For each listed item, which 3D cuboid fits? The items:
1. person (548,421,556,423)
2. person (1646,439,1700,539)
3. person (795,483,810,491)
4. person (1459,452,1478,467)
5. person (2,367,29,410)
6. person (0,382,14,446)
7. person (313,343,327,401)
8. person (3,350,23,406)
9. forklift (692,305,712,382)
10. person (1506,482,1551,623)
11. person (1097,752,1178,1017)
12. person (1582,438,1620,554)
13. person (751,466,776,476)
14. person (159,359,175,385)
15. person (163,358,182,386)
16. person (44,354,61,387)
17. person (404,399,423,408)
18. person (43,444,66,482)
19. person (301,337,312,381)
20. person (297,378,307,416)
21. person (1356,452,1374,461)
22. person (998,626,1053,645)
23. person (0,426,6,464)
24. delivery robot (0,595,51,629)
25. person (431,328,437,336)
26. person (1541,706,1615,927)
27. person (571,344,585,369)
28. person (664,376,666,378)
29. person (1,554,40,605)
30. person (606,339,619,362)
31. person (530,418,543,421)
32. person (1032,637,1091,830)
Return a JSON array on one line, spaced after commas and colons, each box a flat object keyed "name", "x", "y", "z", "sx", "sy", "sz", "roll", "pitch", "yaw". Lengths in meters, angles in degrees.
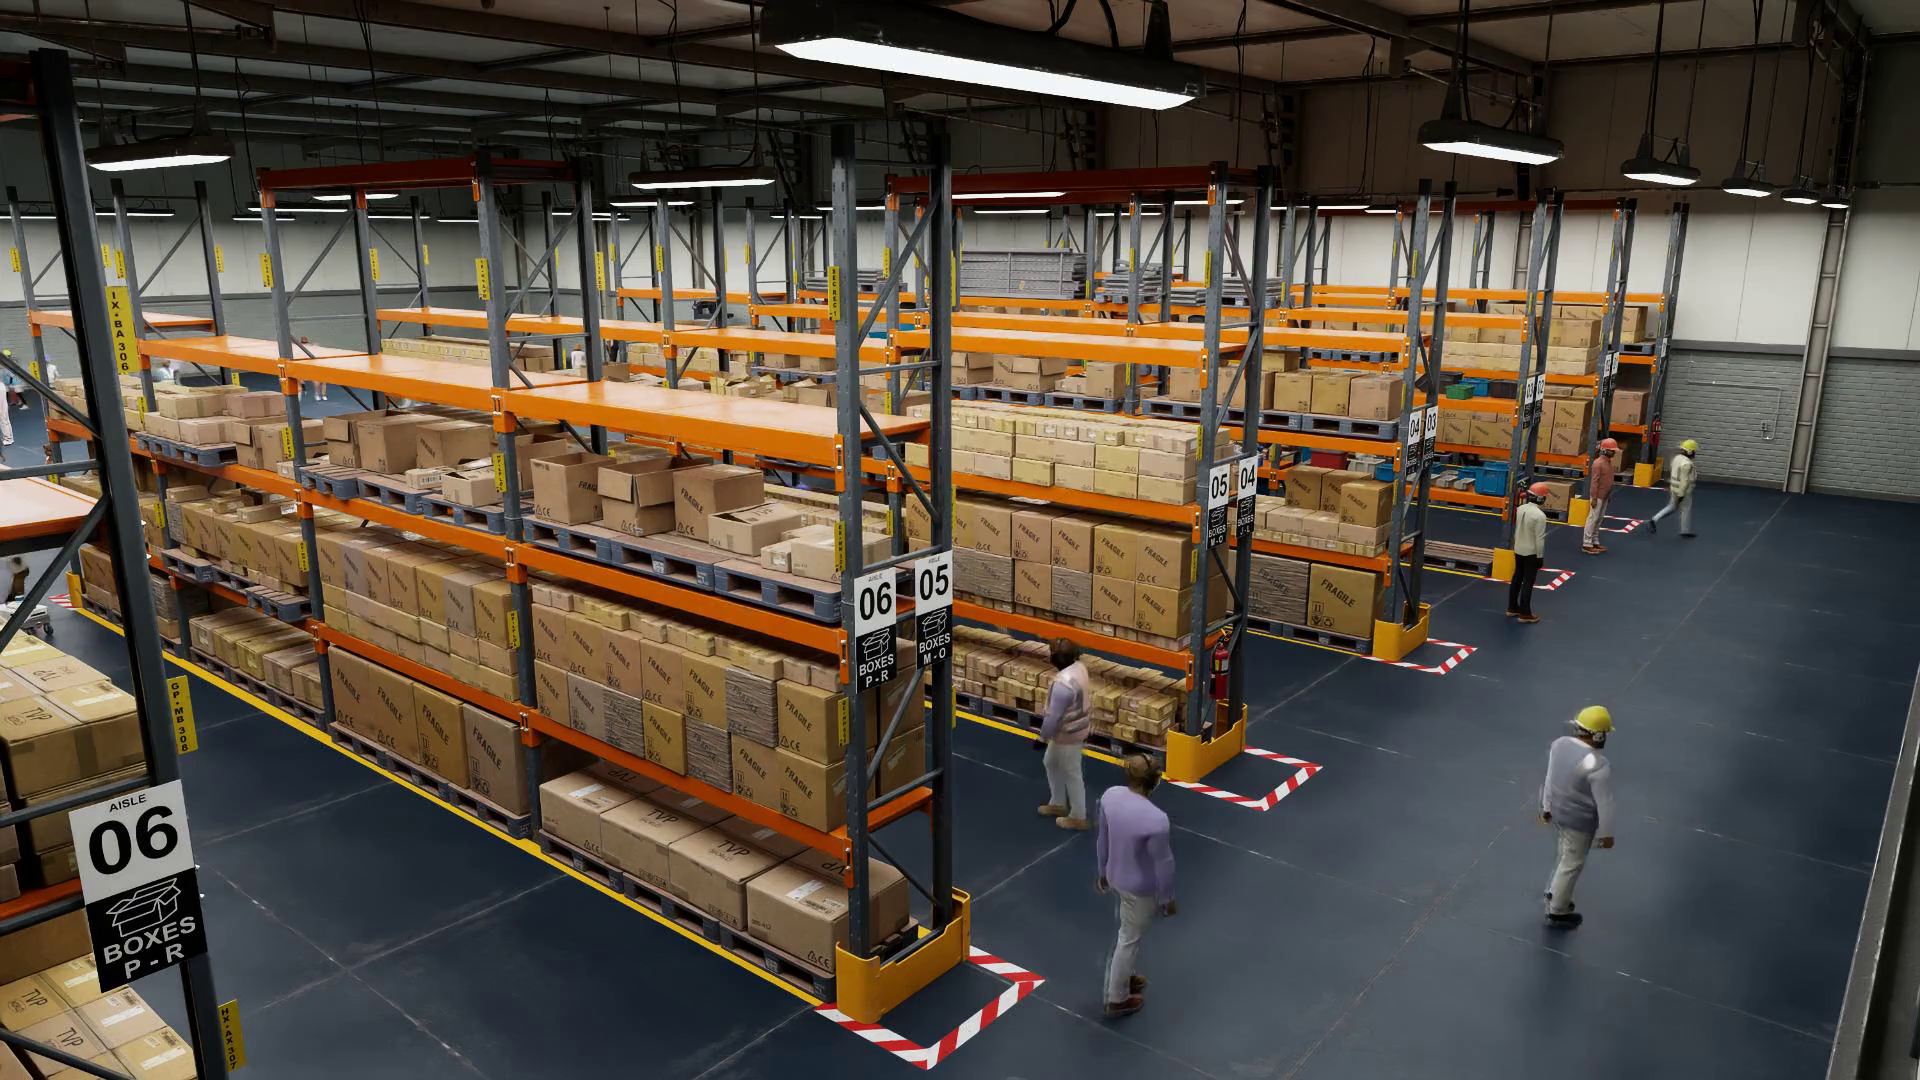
[{"name": "person", "x": -8.701, "y": -2.036, "z": 27.040, "sx": 0.463, "sy": 1.901, "sz": 0.613, "roll": -2, "pitch": 14, "yaw": -9}, {"name": "person", "x": 12.926, "y": -0.928, "z": 22.687, "sx": 0.788, "sy": 1.810, "sz": 0.589, "roll": 2, "pitch": 14, "yaw": 8}, {"name": "person", "x": -2.216, "y": 0.116, "z": 18.195, "sx": 1.004, "sy": 1.890, "sz": 0.608, "roll": 10, "pitch": 17, "yaw": 37}, {"name": "person", "x": 11.511, "y": -2.359, "z": 28.280, "sx": 0.627, "sy": 1.944, "sz": 0.444, "roll": -5, "pitch": 15, "yaw": -21}, {"name": "person", "x": -29.482, "y": -4.817, "z": 38.980, "sx": 0.550, "sy": 1.641, "sz": 0.922, "roll": 8, "pitch": 16, "yaw": 30}, {"name": "person", "x": -24.961, "y": -3.412, "z": 32.697, "sx": 0.401, "sy": 1.904, "sz": 0.651, "roll": -6, "pitch": 15, "yaw": -24}, {"name": "person", "x": -21.023, "y": -5.520, "z": 41.408, "sx": 0.657, "sy": 1.889, "sz": 0.634, "roll": -13, "pitch": 19, "yaw": -42}, {"name": "person", "x": -30.391, "y": -5.198, "z": 40.332, "sx": 0.524, "sy": 1.769, "sz": 0.326, "roll": 3, "pitch": 14, "yaw": 11}, {"name": "forklift", "x": -9.511, "y": -7.392, "z": 47.124, "sx": 1.873, "sy": 2.768, "sz": 1.129, "roll": 11, "pitch": 17, "yaw": 38}, {"name": "person", "x": 8.083, "y": 0.159, "z": 17.846, "sx": 0.408, "sy": 1.986, "sz": 0.620, "roll": -2, "pitch": 14, "yaw": -8}, {"name": "person", "x": 1.262, "y": 2.390, "z": 8.798, "sx": 0.599, "sy": 1.919, "sz": 0.626, "roll": -6, "pitch": 15, "yaw": -25}, {"name": "person", "x": 11.017, "y": -0.764, "z": 21.613, "sx": 0.623, "sy": 1.992, "sz": 0.397, "roll": -12, "pitch": 18, "yaw": -40}, {"name": "person", "x": -4.449, "y": -2.345, "z": 28.291, "sx": 0.785, "sy": 1.906, "sz": 0.562, "roll": 6, "pitch": 15, "yaw": 23}, {"name": "person", "x": -24.517, "y": -4.780, "z": 38.931, "sx": 0.751, "sy": 1.614, "sz": 0.519, "roll": 5, "pitch": 14, "yaw": 18}, {"name": "person", "x": -26.513, "y": -5.741, "z": 42.357, "sx": 0.900, "sy": 1.867, "sz": 0.660, "roll": 9, "pitch": 16, "yaw": 32}, {"name": "person", "x": -26.997, "y": -4.568, "z": 37.420, "sx": 0.900, "sy": 1.906, "sz": 0.617, "roll": 5, "pitch": 15, "yaw": 20}, {"name": "person", "x": -15.924, "y": -4.325, "z": 36.575, "sx": 0.958, "sy": 1.849, "sz": 0.573, "roll": 8, "pitch": 16, "yaw": 31}, {"name": "person", "x": -16.631, "y": -0.972, "z": 23.210, "sx": 0.514, "sy": 1.641, "sz": 0.309, "roll": 7, "pitch": 15, "yaw": 27}, {"name": "person", "x": -24.496, "y": -6.806, "z": 47.214, "sx": 0.507, "sy": 1.636, "sz": 0.275, "roll": -6, "pitch": 15, "yaw": -24}, {"name": "person", "x": -19.661, "y": -4.394, "z": 37.265, "sx": 0.540, "sy": 1.642, "sz": 0.893, "roll": -2, "pitch": 14, "yaw": -7}, {"name": "person", "x": 8.140, "y": -1.629, "z": 25.291, "sx": 0.356, "sy": 1.938, "sz": 0.638, "roll": -1, "pitch": 14, "yaw": -6}, {"name": "person", "x": 0.850, "y": 0.531, "z": 16.708, "sx": 0.655, "sy": 1.792, "sz": 0.954, "roll": -12, "pitch": 18, "yaw": -40}, {"name": "person", "x": -19.883, "y": -1.734, "z": 25.723, "sx": 0.627, "sy": 1.941, "sz": 0.374, "roll": -11, "pitch": 17, "yaw": -37}, {"name": "delivery robot", "x": -12.842, "y": 1.003, "z": 17.240, "sx": 0.707, "sy": 0.478, "sz": 0.477, "roll": 6, "pitch": 15, "yaw": 22}, {"name": "person", "x": -21.557, "y": -7.841, "z": 51.475, "sx": 0.504, "sy": 1.636, "sz": 0.277, "roll": -1, "pitch": 14, "yaw": -3}, {"name": "person", "x": 4.889, "y": 2.175, "z": 9.913, "sx": 0.474, "sy": 1.812, "sz": 0.597, "roll": -1, "pitch": 14, "yaw": -5}, {"name": "person", "x": -13.486, "y": -6.115, "z": 44.428, "sx": 0.520, "sy": 1.608, "sz": 0.681, "roll": -10, "pitch": 17, "yaw": -35}, {"name": "person", "x": -9.989, "y": -5.883, "z": 43.000, "sx": 0.965, "sy": 1.831, "sz": 0.606, "roll": 8, "pitch": 16, "yaw": 30}, {"name": "person", "x": -13.622, "y": 0.142, "z": 18.100, "sx": 0.404, "sy": 1.907, "sz": 0.570, "roll": -8, "pitch": 16, "yaw": -31}, {"name": "person", "x": -13.522, "y": -7.451, "z": 49.115, "sx": 0.536, "sy": 2.000, "sz": 0.687, "roll": 0, "pitch": 14, "yaw": 0}, {"name": "person", "x": -9.465, "y": -2.508, "z": 28.706, "sx": 0.641, "sy": 2.026, "sz": 0.541, "roll": -4, "pitch": 14, "yaw": -15}, {"name": "person", "x": 0.906, "y": 1.771, "z": 11.564, "sx": 0.647, "sy": 1.812, "sz": 0.620, "roll": 4, "pitch": 14, "yaw": 16}]
